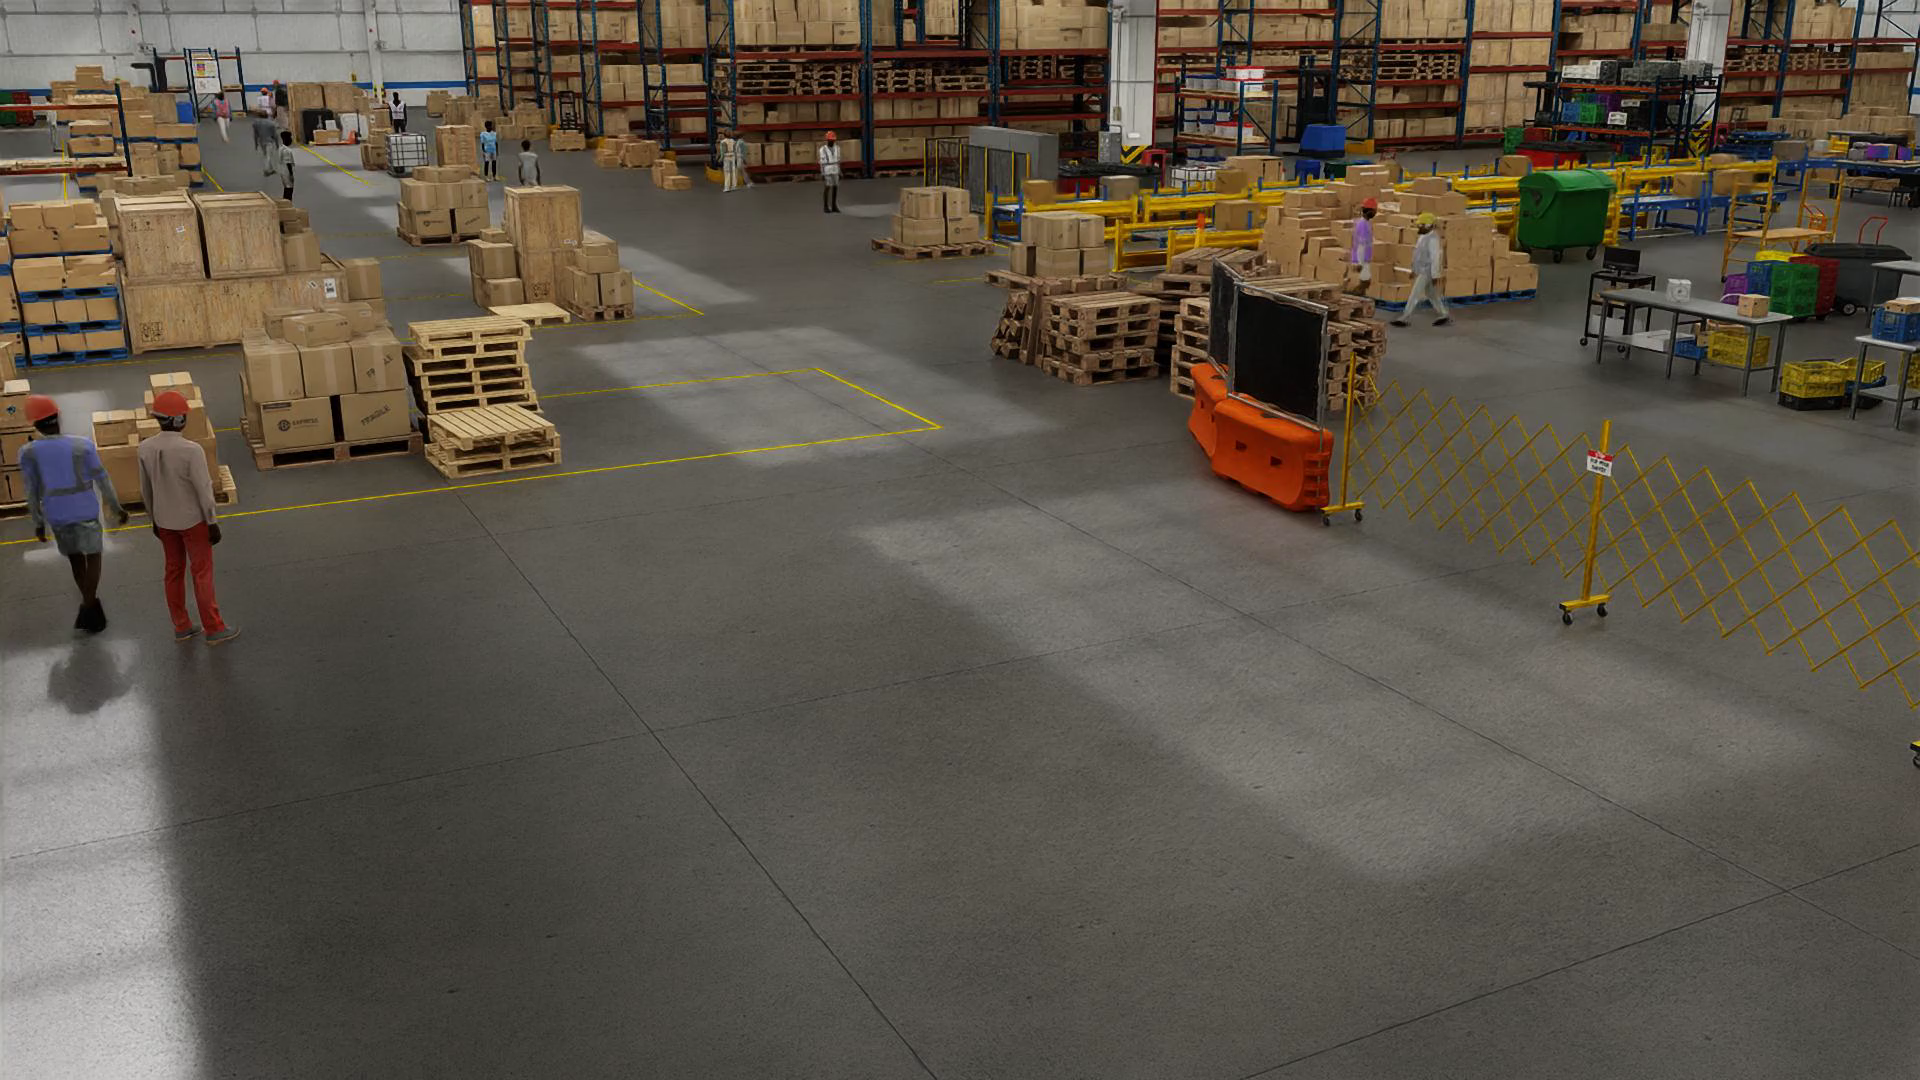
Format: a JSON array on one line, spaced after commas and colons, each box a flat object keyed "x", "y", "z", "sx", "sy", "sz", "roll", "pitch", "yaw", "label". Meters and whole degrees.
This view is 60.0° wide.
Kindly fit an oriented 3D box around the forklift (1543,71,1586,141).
[{"x": 18.685, "y": -13.231, "z": 52.085, "sx": 1.873, "sy": 2.768, "sz": 1.129, "roll": -9, "pitch": 20, "yaw": -26, "label": "forklift"}]

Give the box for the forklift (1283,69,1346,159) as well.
[{"x": 11.615, "y": -13.871, "z": 54.079, "sx": 1.129, "sy": 2.768, "sz": 1.873, "roll": -9, "pitch": 20, "yaw": -27, "label": "forklift"}]

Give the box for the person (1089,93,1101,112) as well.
[{"x": 5.344, "y": -16.892, "z": 65.504, "sx": 0.498, "sy": 1.634, "sz": 0.281, "roll": 2, "pitch": 18, "yaw": 7, "label": "person"}]

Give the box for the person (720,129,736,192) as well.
[{"x": -6.189, "y": -10.133, "z": 44.416, "sx": 0.309, "sy": 1.645, "sz": 0.515, "roll": 14, "pitch": 23, "yaw": 38, "label": "person"}]

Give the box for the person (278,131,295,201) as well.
[{"x": -15.961, "y": -8.717, "z": 39.509, "sx": 0.383, "sy": 1.957, "sz": 0.606, "roll": -11, "pitch": 21, "yaw": -31, "label": "person"}]

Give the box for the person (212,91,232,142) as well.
[{"x": -27.009, "y": -15.497, "z": 60.858, "sx": 0.661, "sy": 1.827, "sz": 0.636, "roll": 17, "pitch": 24, "yaw": 42, "label": "person"}]

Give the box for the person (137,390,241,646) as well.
[{"x": -5.955, "y": -0.165, "z": 12.775, "sx": 0.612, "sy": 1.996, "sz": 0.388, "roll": 6, "pitch": 19, "yaw": 17, "label": "person"}]

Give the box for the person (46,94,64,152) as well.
[{"x": -30.800, "y": -14.154, "z": 56.478, "sx": 0.372, "sy": 1.940, "sz": 0.630, "roll": -9, "pitch": 20, "yaw": -26, "label": "person"}]

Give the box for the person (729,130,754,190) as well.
[{"x": -5.932, "y": -10.266, "z": 44.908, "sx": 0.841, "sy": 1.596, "sz": 0.528, "roll": -11, "pitch": 21, "yaw": -31, "label": "person"}]

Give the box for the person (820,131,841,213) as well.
[{"x": -3.076, "y": -8.813, "z": 39.832, "sx": 0.551, "sy": 1.934, "sz": 0.373, "roll": -12, "pitch": 21, "yaw": -33, "label": "person"}]

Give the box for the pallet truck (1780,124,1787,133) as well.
[{"x": 25.206, "y": -12.542, "z": 52.601, "sx": 1.601, "sy": 1.201, "sz": 0.680, "roll": 0, "pitch": 18, "yaw": -2, "label": "pallet truck"}]

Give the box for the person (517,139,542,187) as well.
[{"x": -9.934, "y": -8.325, "z": 38.450, "sx": 0.533, "sy": 1.853, "sz": 0.578, "roll": -7, "pitch": 19, "yaw": -21, "label": "person"}]

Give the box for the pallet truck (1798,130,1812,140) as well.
[{"x": 25.526, "y": -11.556, "z": 49.408, "sx": 1.630, "sy": 1.274, "sz": 0.653, "roll": -9, "pitch": 20, "yaw": -26, "label": "pallet truck"}]

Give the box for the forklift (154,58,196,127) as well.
[{"x": -31.504, "y": -17.653, "z": 65.870, "sx": 1.873, "sy": 2.768, "sz": 1.129, "roll": -9, "pitch": 20, "yaw": -26, "label": "forklift"}]

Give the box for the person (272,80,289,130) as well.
[{"x": -27.264, "y": -17.345, "z": 66.383, "sx": 0.890, "sy": 1.958, "sz": 0.652, "roll": 0, "pitch": 18, "yaw": -1, "label": "person"}]

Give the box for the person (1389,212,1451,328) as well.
[{"x": 7.159, "y": -4.140, "z": 25.525, "sx": 0.966, "sy": 1.782, "sz": 0.604, "roll": 1, "pitch": 18, "yaw": 2, "label": "person"}]

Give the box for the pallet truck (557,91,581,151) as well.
[{"x": -13.495, "y": -14.412, "z": 57.188, "sx": 0.823, "sy": 1.965, "sz": 1.885, "roll": -3, "pitch": 18, "yaw": -9, "label": "pallet truck"}]

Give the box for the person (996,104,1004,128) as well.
[{"x": 1.317, "y": -13.650, "z": 55.312, "sx": 0.375, "sy": 1.680, "sz": 0.555, "roll": -9, "pitch": 20, "yaw": -27, "label": "person"}]

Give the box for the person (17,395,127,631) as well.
[{"x": -6.943, "y": -0.203, "z": 13.037, "sx": 0.647, "sy": 1.903, "sz": 0.595, "roll": -5, "pitch": 19, "yaw": -16, "label": "person"}]

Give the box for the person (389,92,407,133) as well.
[{"x": -19.690, "y": -14.729, "z": 58.324, "sx": 0.591, "sy": 1.911, "sz": 0.390, "roll": -2, "pitch": 18, "yaw": -6, "label": "person"}]

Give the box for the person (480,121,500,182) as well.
[{"x": -13.277, "y": -10.979, "z": 46.985, "sx": 0.322, "sy": 1.690, "sz": 0.532, "roll": 15, "pitch": 23, "yaw": 38, "label": "person"}]

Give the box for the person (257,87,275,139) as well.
[{"x": -25.916, "y": -15.934, "z": 62.128, "sx": 0.592, "sy": 1.891, "sz": 0.941, "roll": -6, "pitch": 19, "yaw": -19, "label": "person"}]

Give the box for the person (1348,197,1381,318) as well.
[{"x": 6.337, "y": -4.457, "z": 26.304, "sx": 0.512, "sy": 1.910, "sz": 0.544, "roll": 4, "pitch": 18, "yaw": 12, "label": "person"}]

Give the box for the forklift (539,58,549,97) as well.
[{"x": -16.329, "y": -17.723, "z": 66.088, "sx": 1.873, "sy": 2.768, "sz": 1.129, "roll": -9, "pitch": 20, "yaw": -26, "label": "forklift"}]

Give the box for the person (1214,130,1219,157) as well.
[{"x": 6.810, "y": -10.269, "z": 44.925, "sx": 0.880, "sy": 1.584, "sz": 0.514, "roll": -7, "pitch": 19, "yaw": -20, "label": "person"}]

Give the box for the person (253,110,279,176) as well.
[{"x": -20.273, "y": -11.590, "z": 48.575, "sx": 0.644, "sy": 1.898, "sz": 1.013, "roll": 1, "pitch": 18, "yaw": 3, "label": "person"}]
